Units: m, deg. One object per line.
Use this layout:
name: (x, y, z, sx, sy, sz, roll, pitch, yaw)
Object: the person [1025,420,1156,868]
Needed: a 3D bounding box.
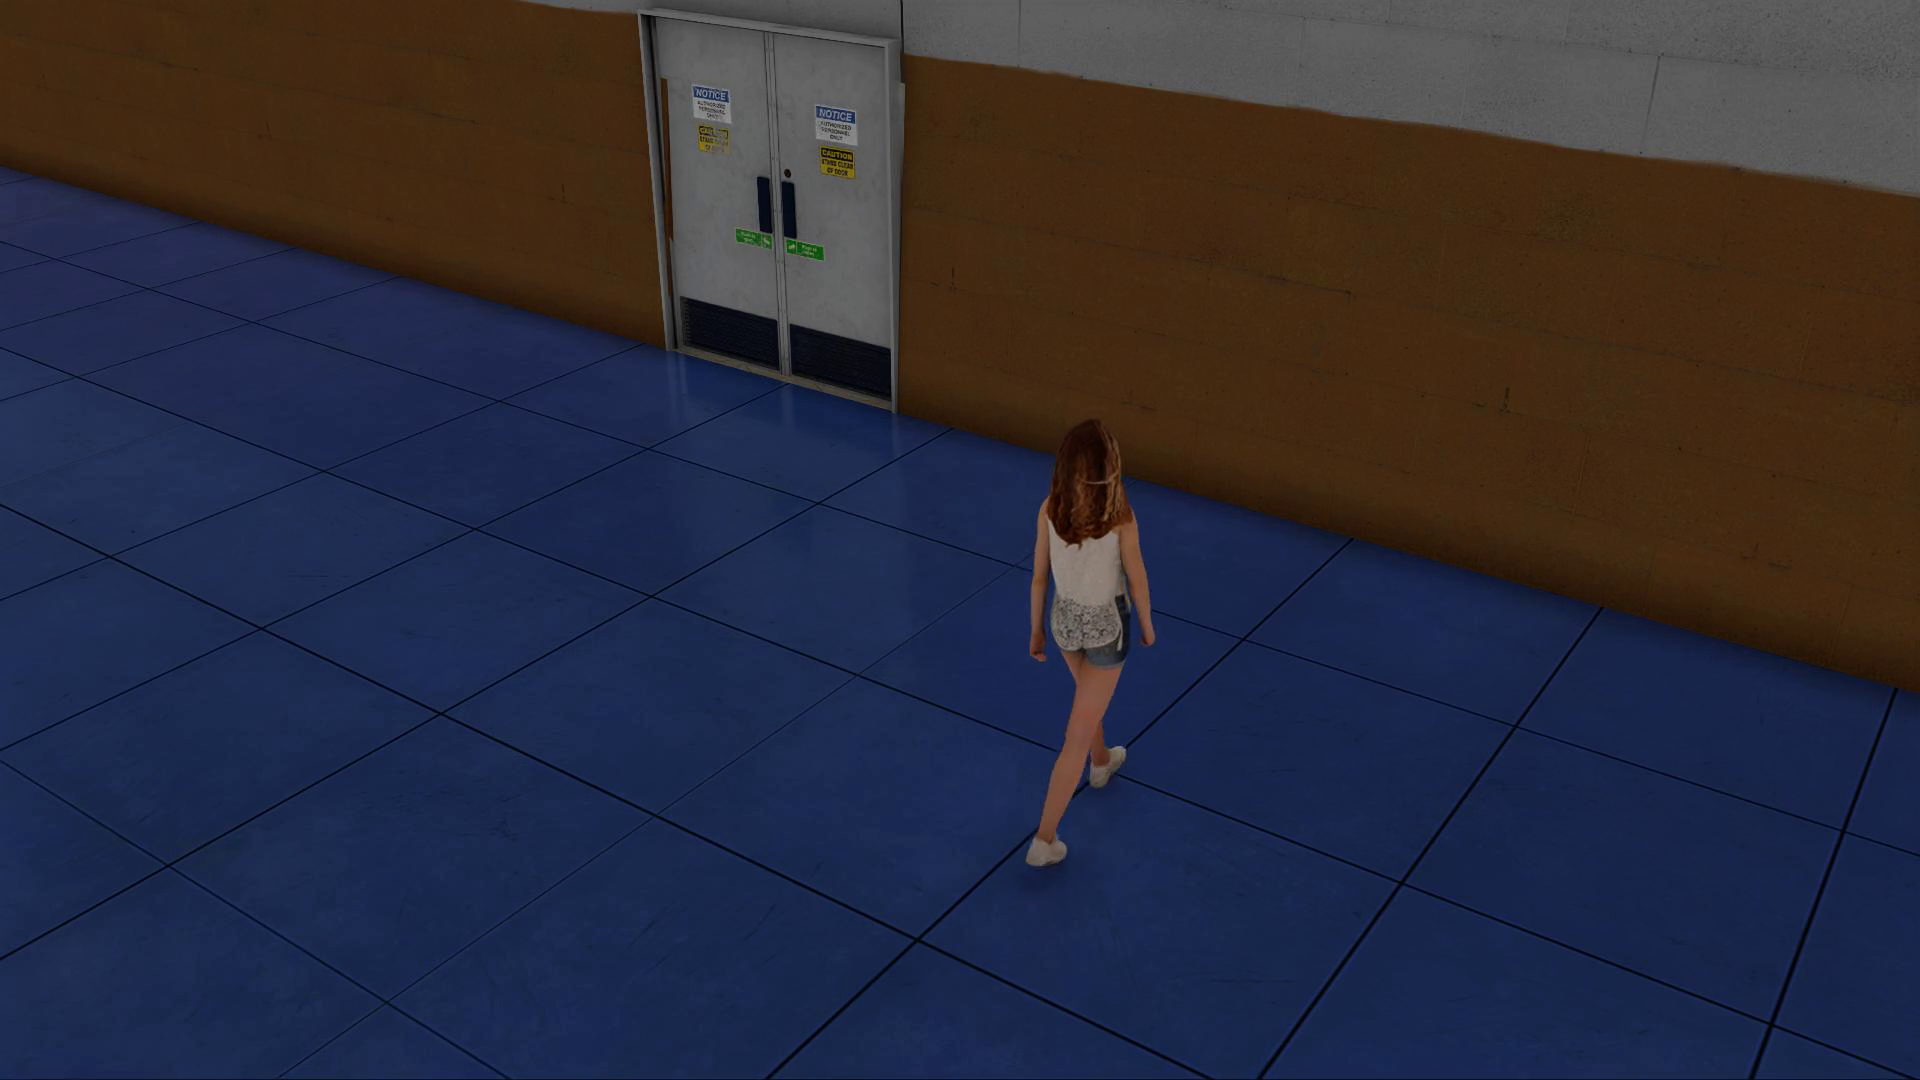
person: (0.448, 0.435, 6.254, 0.577, 1.715, 1.137, 16, 31, 29)
